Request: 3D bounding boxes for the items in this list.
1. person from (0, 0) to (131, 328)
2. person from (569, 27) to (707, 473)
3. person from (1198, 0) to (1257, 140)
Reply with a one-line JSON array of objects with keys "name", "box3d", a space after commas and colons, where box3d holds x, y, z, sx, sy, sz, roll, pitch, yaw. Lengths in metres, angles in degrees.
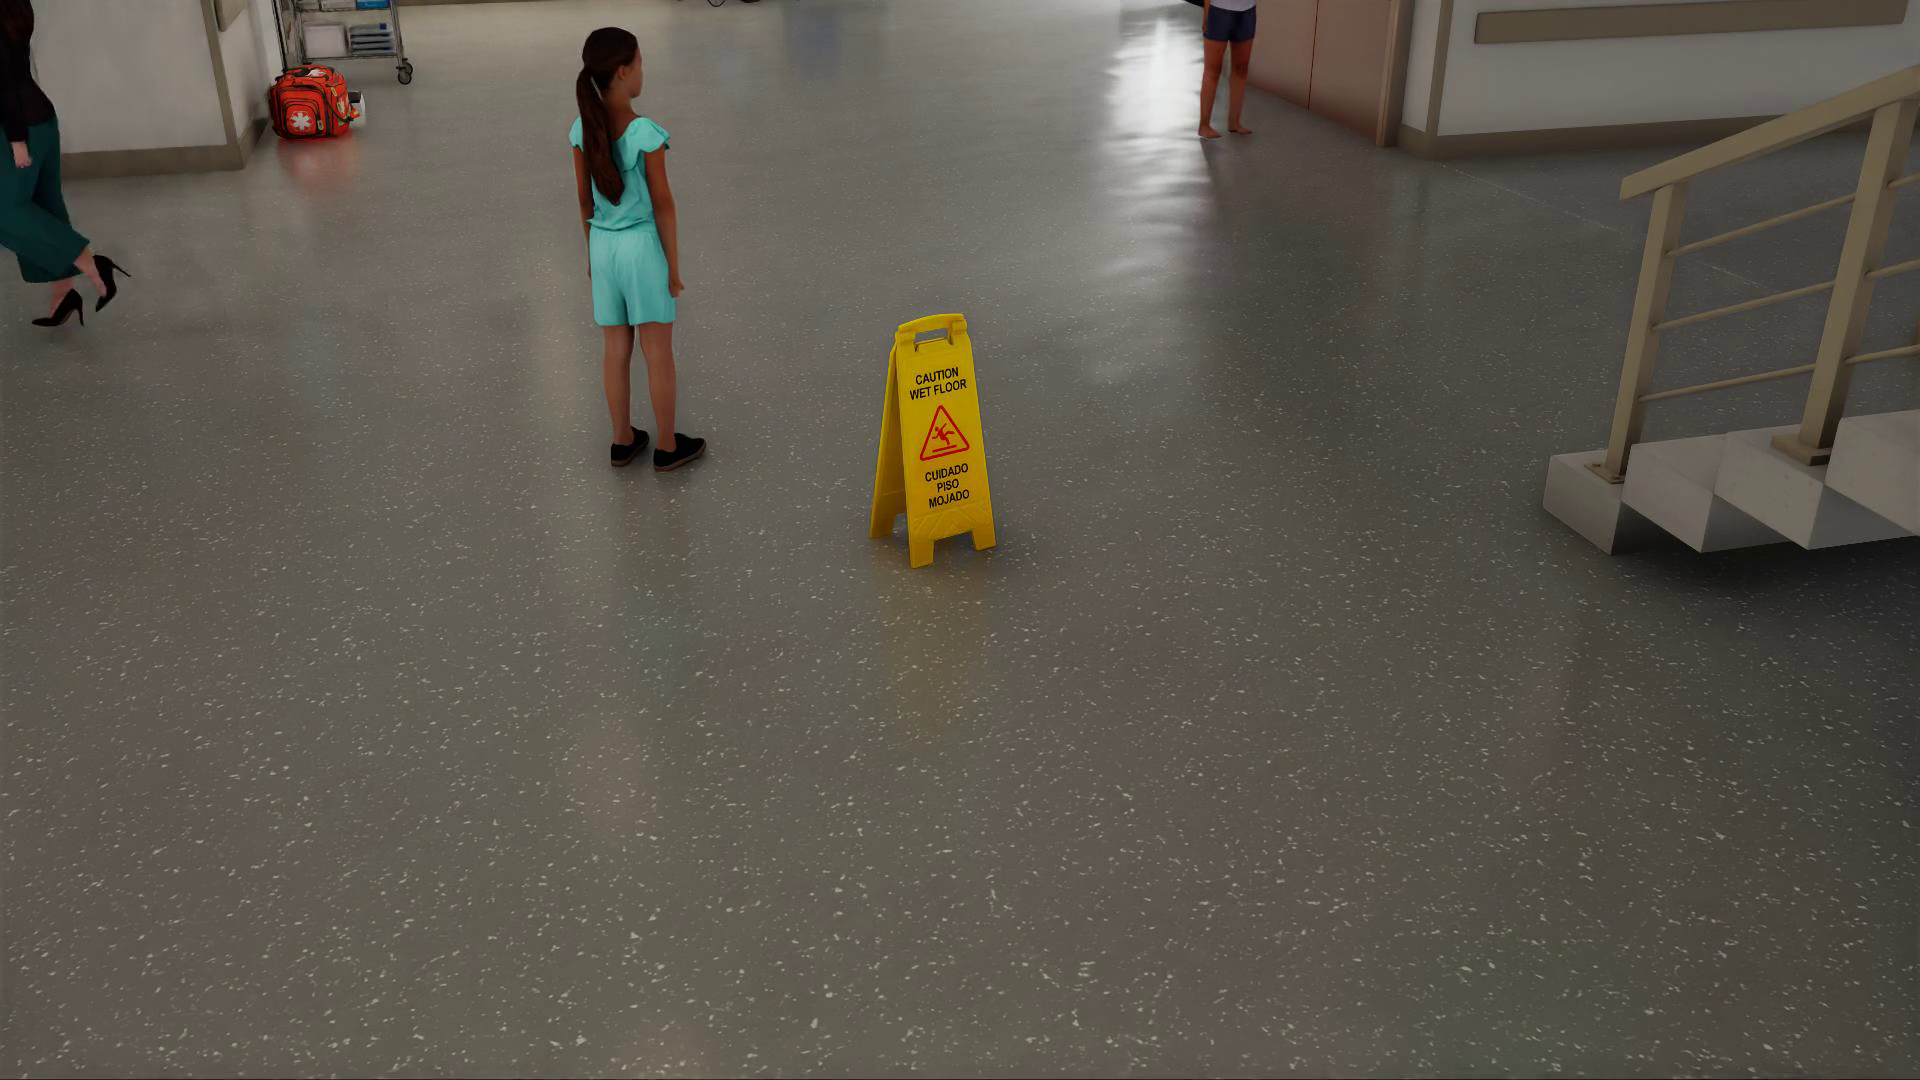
[{"name": "person", "box3d": [-3.985, -1.741, 7.212, 0.717, 1.726, 0.759, -4, 26, -7]}, {"name": "person", "box3d": [-1.167, -1.012, 5.893, 0.638, 1.557, 0.681, 10, 27, 19]}, {"name": "person", "box3d": [1.768, -3.474, 10.924, 0.597, 1.622, 0.565, -12, 28, -24]}]
